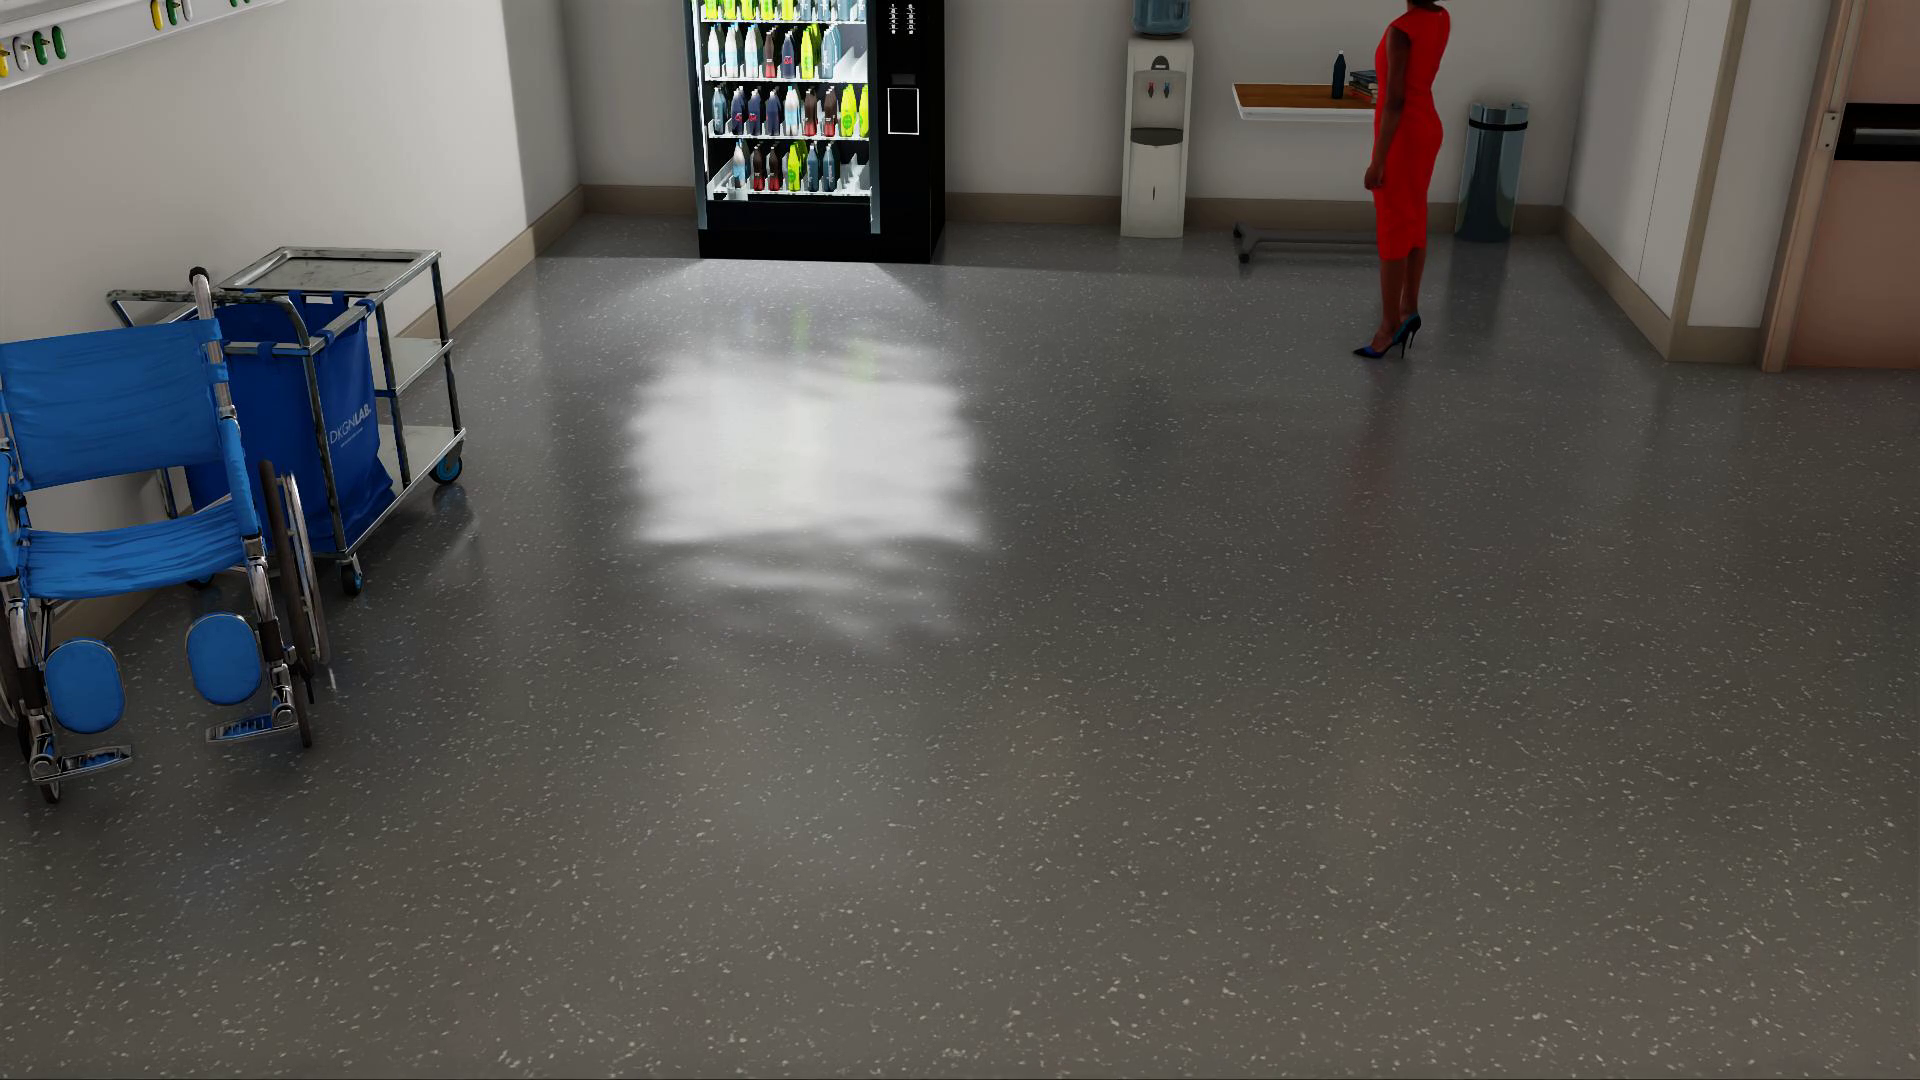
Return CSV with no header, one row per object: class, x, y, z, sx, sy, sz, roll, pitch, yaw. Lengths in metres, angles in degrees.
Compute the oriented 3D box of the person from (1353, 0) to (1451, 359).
person,1.885,-1.634,7.042,0.669,1.743,0.645,19,31,34
